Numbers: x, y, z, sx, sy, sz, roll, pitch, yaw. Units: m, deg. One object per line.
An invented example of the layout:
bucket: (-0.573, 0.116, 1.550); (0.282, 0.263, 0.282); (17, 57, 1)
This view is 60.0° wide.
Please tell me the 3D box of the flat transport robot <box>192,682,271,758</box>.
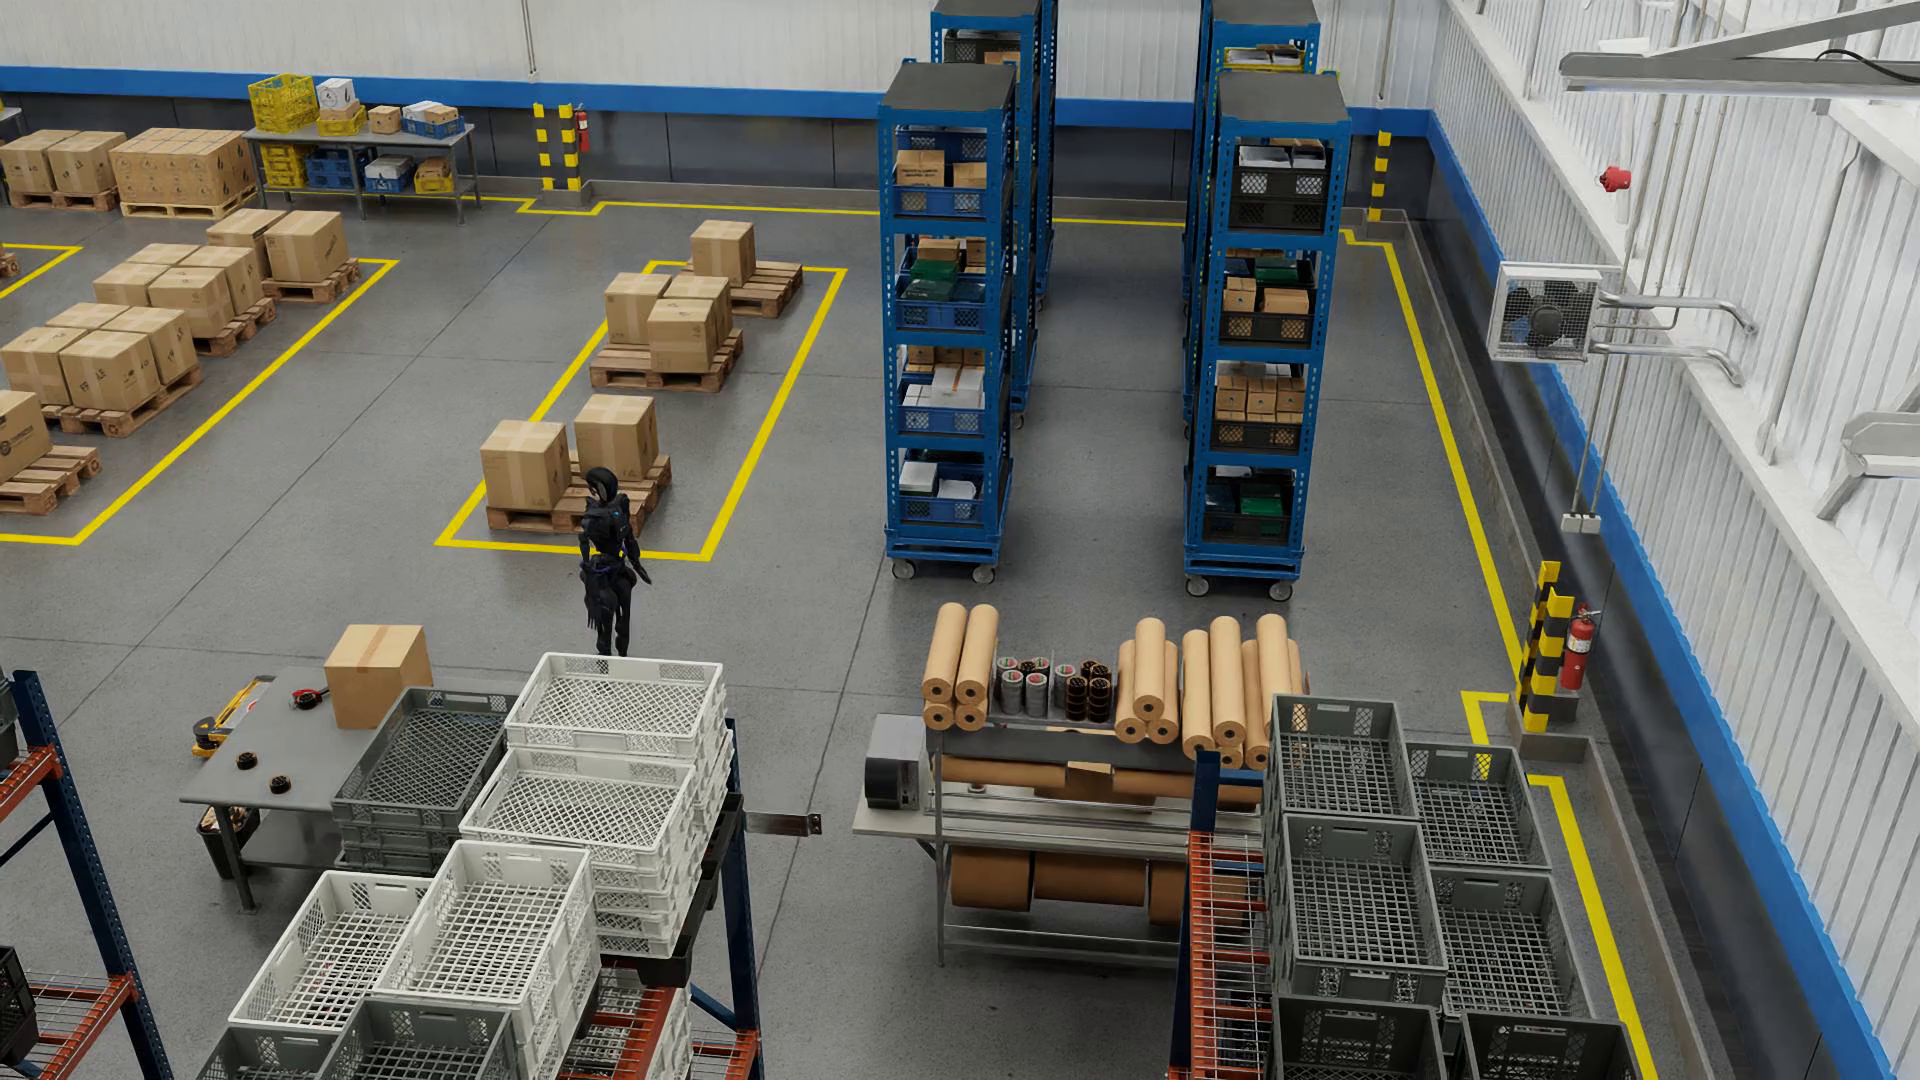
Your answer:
flat transport robot: (-4.089, 1.163, 10.648); (1.431, 0.197, 0.652); (3, 30, 6)

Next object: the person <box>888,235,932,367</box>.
person: (-0.308, -1.624, 13.860); (0.574, 1.881, 0.362); (0, 30, 0)

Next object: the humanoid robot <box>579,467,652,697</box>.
humanoid robot: (-2.259, 0.264, 10.807); (0.320, 1.657, 0.611); (12, 32, 19)
